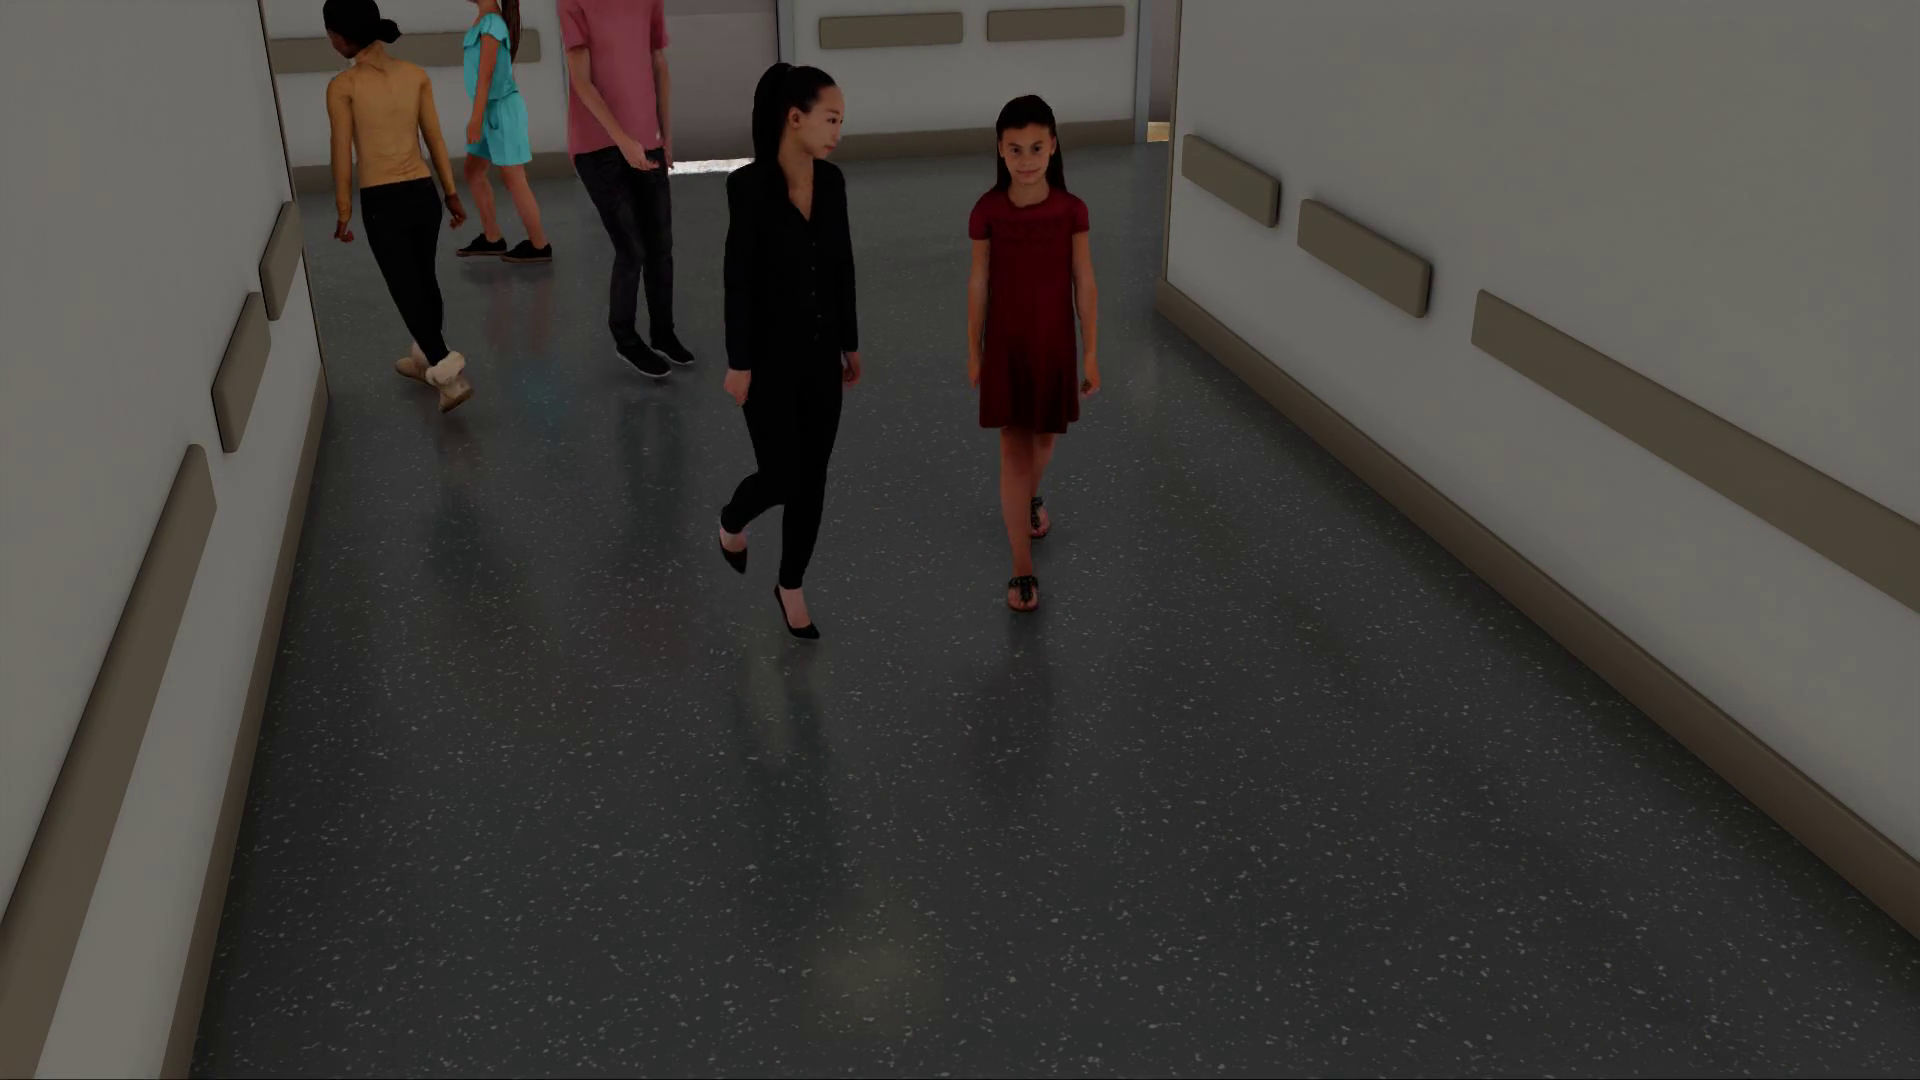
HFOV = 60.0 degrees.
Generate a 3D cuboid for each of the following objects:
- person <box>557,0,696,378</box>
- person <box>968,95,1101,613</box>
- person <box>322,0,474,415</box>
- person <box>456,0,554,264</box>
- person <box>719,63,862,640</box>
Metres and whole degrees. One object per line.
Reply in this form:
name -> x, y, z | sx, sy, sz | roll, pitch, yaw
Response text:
person -> -1.433, -1.594, 6.794 | 0.879, 1.935, 0.833 | 19, 32, 34
person -> 0.227, -0.622, 5.259 | 1.011, 1.517, 0.719 | -2, 26, -5
person -> -2.154, -1.280, 6.497 | 1.066, 1.626, 1.016 | -20, 32, -36
person -> -2.253, -2.147, 8.391 | 0.701, 1.544, 0.559 | -8, 27, -15
person -> -0.531, -0.513, 4.831 | 0.806, 1.692, 0.839 | -21, 33, -37
